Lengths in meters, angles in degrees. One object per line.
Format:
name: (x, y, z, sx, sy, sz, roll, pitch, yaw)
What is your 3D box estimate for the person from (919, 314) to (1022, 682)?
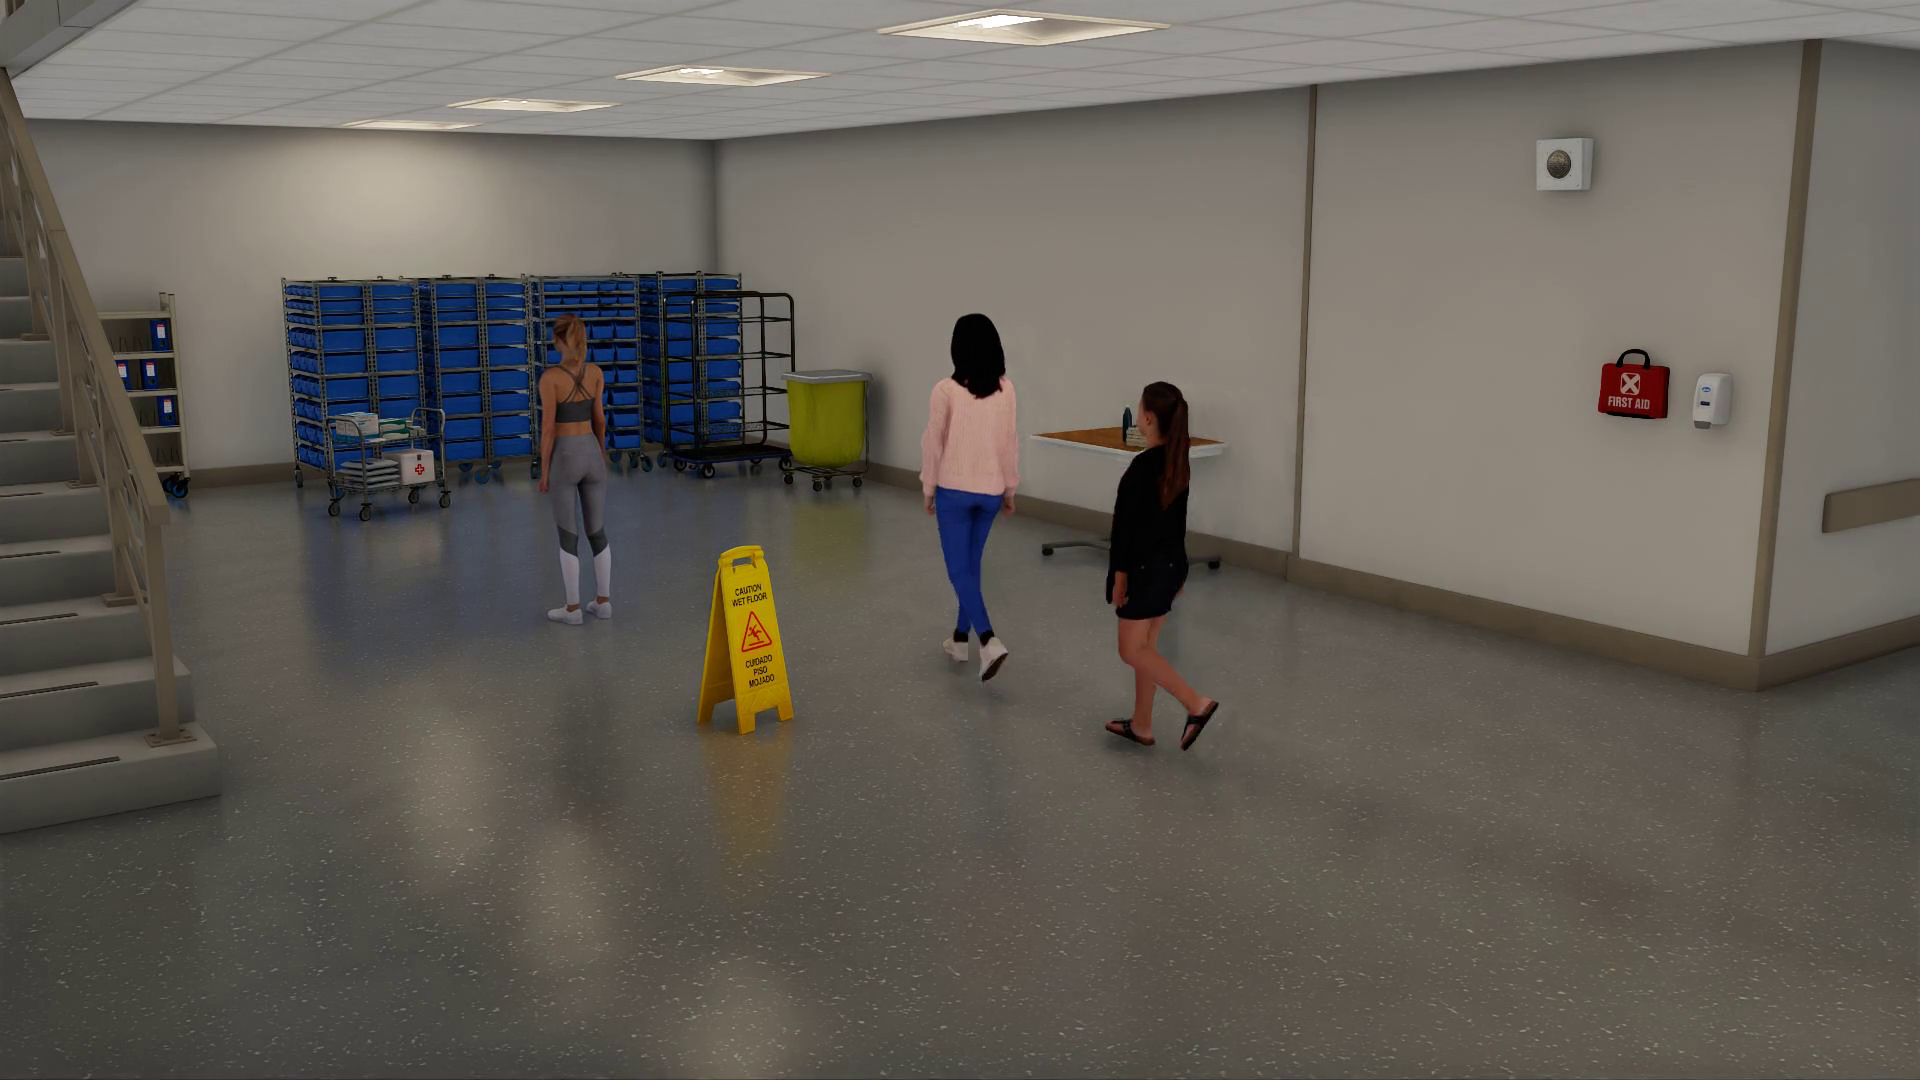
person: (0.070, -0.179, 7.953, 0.830, 1.738, 1.167, -4, 11, -20)

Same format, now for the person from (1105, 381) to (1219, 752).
person: (0.836, 0.135, 6.828, 0.620, 1.541, 0.878, -10, 15, -42)

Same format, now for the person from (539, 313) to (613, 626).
person: (-2.116, -0.395, 9.174, 0.584, 1.707, 0.568, -10, 15, -42)
